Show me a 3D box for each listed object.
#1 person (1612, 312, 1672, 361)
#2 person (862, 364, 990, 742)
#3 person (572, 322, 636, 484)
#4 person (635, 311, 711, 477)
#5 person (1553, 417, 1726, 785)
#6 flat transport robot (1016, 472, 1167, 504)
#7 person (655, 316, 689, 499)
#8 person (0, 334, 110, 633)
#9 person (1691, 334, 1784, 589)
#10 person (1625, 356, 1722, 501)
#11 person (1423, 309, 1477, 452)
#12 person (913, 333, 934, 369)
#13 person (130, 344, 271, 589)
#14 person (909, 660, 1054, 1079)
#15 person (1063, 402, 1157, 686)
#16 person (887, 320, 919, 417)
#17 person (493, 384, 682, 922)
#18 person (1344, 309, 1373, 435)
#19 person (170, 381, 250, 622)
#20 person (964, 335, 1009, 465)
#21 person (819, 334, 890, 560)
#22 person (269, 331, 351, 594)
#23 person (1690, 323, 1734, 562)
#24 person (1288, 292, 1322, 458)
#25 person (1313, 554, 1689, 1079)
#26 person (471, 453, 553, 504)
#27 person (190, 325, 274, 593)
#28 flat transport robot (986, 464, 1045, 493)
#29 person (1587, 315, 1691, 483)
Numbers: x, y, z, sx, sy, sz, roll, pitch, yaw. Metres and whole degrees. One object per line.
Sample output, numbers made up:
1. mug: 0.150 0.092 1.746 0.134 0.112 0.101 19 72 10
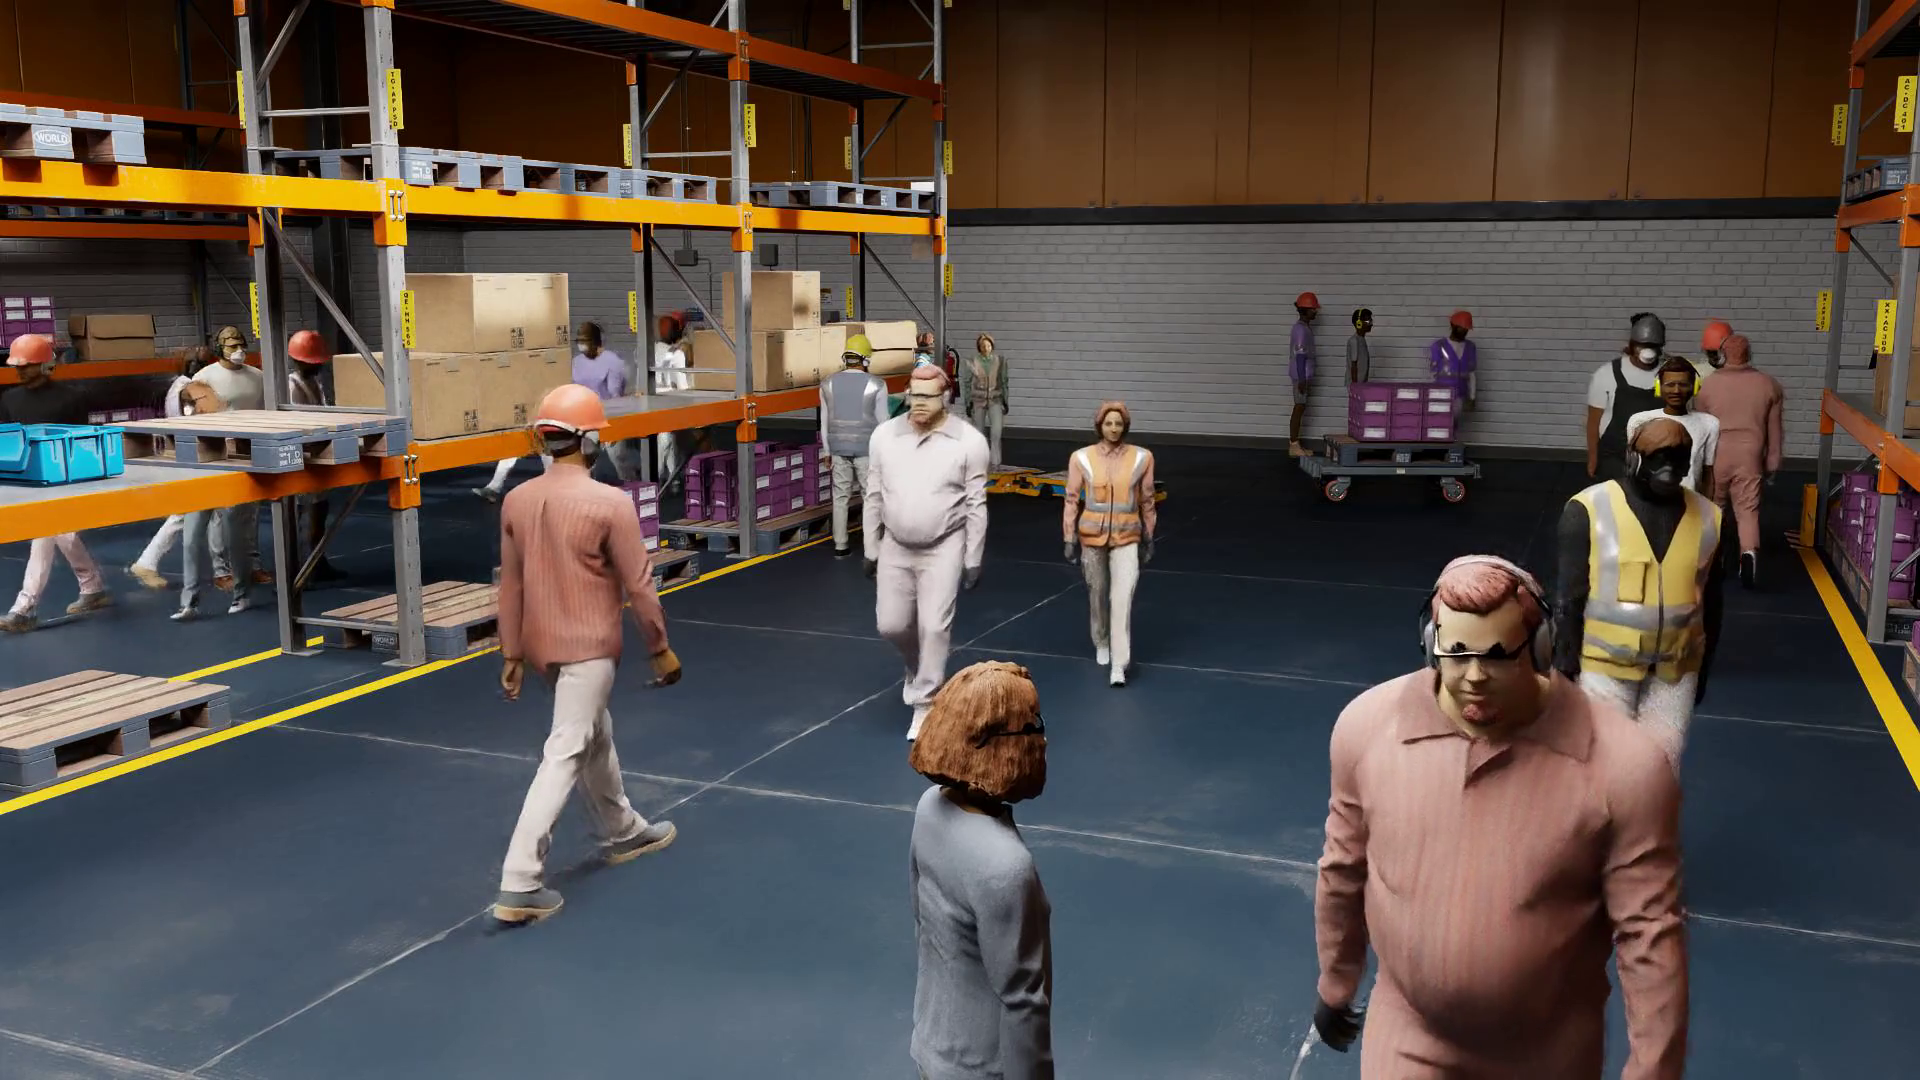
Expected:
1. person: 6.192 -1.089 15.111 0.606 1.953 0.584 -1 9 -7
2. person: -0.168 0.045 8.444 0.664 1.886 0.591 3 10 15
3. person: -3.222 -1.012 14.913 0.650 1.877 1.059 4 10 24
4. person: -3.085 -1.537 18.054 0.951 1.872 0.552 -3 10 -20
5. person: 2.514 0.440 6.231 0.635 1.827 0.674 0 9 3
6. flat transport robot: 1.318 -0.531 16.811 1.431 0.197 0.652 8 12 41
7. person: -2.921 -1.355 17.008 0.593 1.854 0.861 7 12 36
8. person: -6.059 -0.392 10.979 0.647 1.933 1.080 3 10 15
9. person: 5.715 -0.578 12.268 0.654 1.875 0.818 2 10 14
10. person: 3.982 -0.098 9.353 0.512 1.872 0.330 3 10 15
11. person: 5.634 -1.724 19.198 0.557 1.892 0.969 -2 10 -14
12. person: -0.387 -1.438 18.168 0.306 1.639 0.524 1 9 3
13. person: -5.659 -0.539 12.245 0.882 1.808 0.634 -2 10 -10
14. person: 0.052 1.033 3.215 0.284 1.633 0.500 -4 10 -21
15. person: 0.861 0.001 9.585 0.531 1.594 0.883 1 9 5
16. person: -0.656 -1.627 19.013 0.434 1.747 0.540 -8 12 -41
17. person: -1.436 0.395 6.219 0.612 1.939 1.058 6 11 34
18. person: 4.654 -1.757 19.402 0.327 1.874 0.521 3 10 19
19. person: -5.036 -0.250 11.103 0.516 1.595 0.783 1 9 5
20. person: 0.306 -1.513 18.760 0.521 1.587 0.857 -1 9 -5
21. person: -0.835 -0.733 13.368 0.593 1.821 0.406 3 10 16
22. person: -4.759 -0.569 12.117 0.456 1.901 0.836 1 9 5
23. person: 5.907 -0.722 12.981 0.628 1.925 1.055 5 10 26
24. person: 4.252 -2.027 20.520 0.382 2.041 0.616 2 10 13
25. person: 0.994 0.937 3.167 0.718 1.842 1.004 5 11 28
26. person: -4.370 -1.254 16.454 0.956 1.839 0.580 -8 12 -41
27. person: -5.297 -0.597 12.166 0.353 1.937 0.635 5 11 27
28. flat transport robot: 0.211 -0.682 17.727 0.652 0.197 1.431 -9 13 -42
29. person: 4.928 -0.624 12.025 0.686 2.000 0.761 1 9 7
